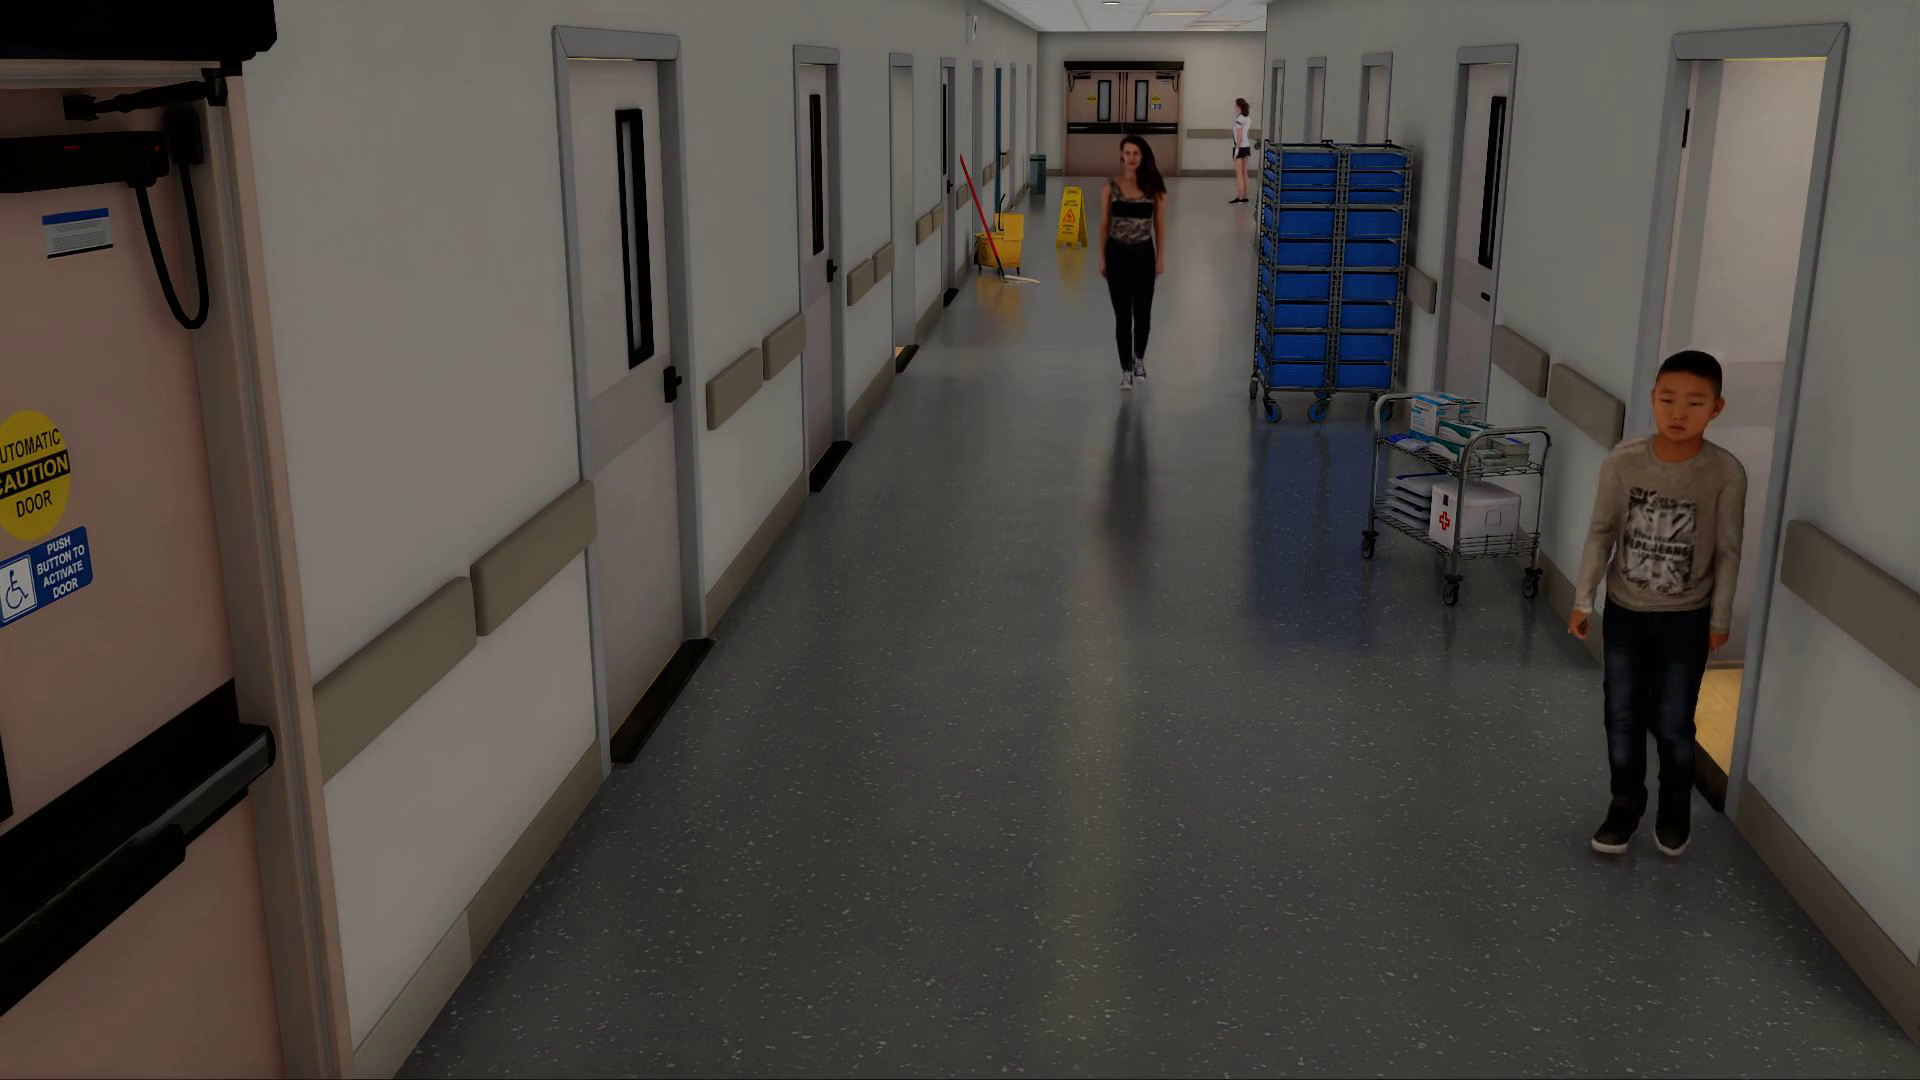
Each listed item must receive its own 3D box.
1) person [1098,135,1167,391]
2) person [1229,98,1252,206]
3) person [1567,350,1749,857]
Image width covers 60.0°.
[{"bbox_3d":[1.201,-1.938,11.670,0.628,1.757,0.648,3,16,10],"label":"person"},{"bbox_3d":[4.758,-6.572,28.122,0.701,1.749,0.604,11,19,35],"label":"person"},{"bbox_3d":[2.001,0.179,4.717,0.649,1.454,0.691,12,20,36],"label":"person"}]
